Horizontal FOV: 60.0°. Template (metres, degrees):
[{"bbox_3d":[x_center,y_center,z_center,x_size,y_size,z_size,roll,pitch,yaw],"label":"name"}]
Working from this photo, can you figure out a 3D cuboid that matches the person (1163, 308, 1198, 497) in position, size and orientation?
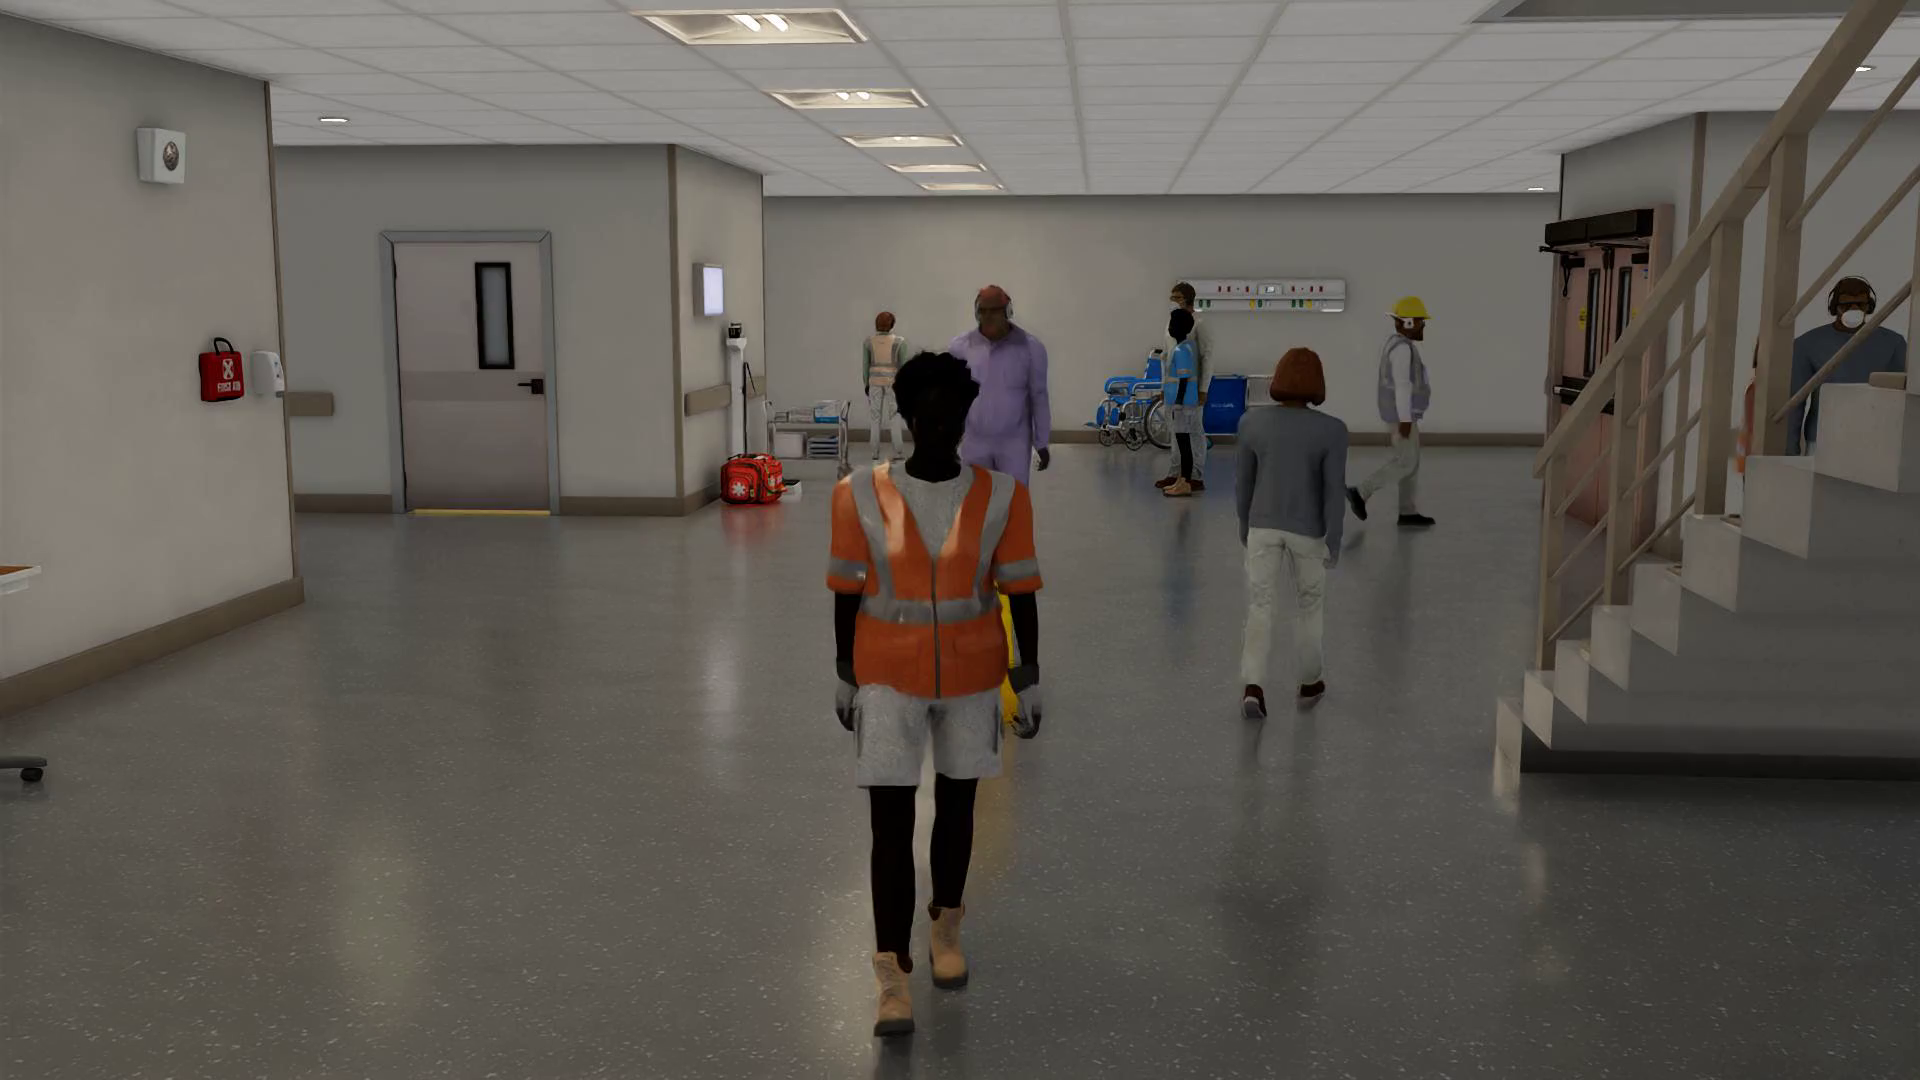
[{"bbox_3d":[1.991,-1.235,15.027,0.319,1.696,0.532,1,8,8],"label":"person"}]

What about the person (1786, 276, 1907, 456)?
[{"bbox_3d":[5.041,-0.536,9.510,0.636,1.928,0.383,2,9,14],"label":"person"}]

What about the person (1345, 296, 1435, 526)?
[{"bbox_3d":[3.397,-0.994,12.990,0.614,1.810,0.604,2,9,15],"label":"person"}]

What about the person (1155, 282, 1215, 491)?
[{"bbox_3d":[2.090,-1.419,15.453,0.352,1.937,0.635,-6,10,-33],"label":"person"}]

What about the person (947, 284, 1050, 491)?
[{"bbox_3d":[0.229,-0.634,10.306,0.673,1.886,0.544,1,8,8],"label":"person"}]

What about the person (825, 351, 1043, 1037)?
[{"bbox_3d":[-0.048,0.376,4.130,0.546,1.667,0.731,-1,8,-8],"label":"person"}]

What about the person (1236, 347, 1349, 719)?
[{"bbox_3d":[1.418,-0.038,7.215,0.498,1.598,0.807,3,9,21],"label":"person"}]

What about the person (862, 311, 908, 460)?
[{"bbox_3d":[-0.826,-1.696,18.344,0.514,1.641,0.315,2,9,13],"label":"person"}]
